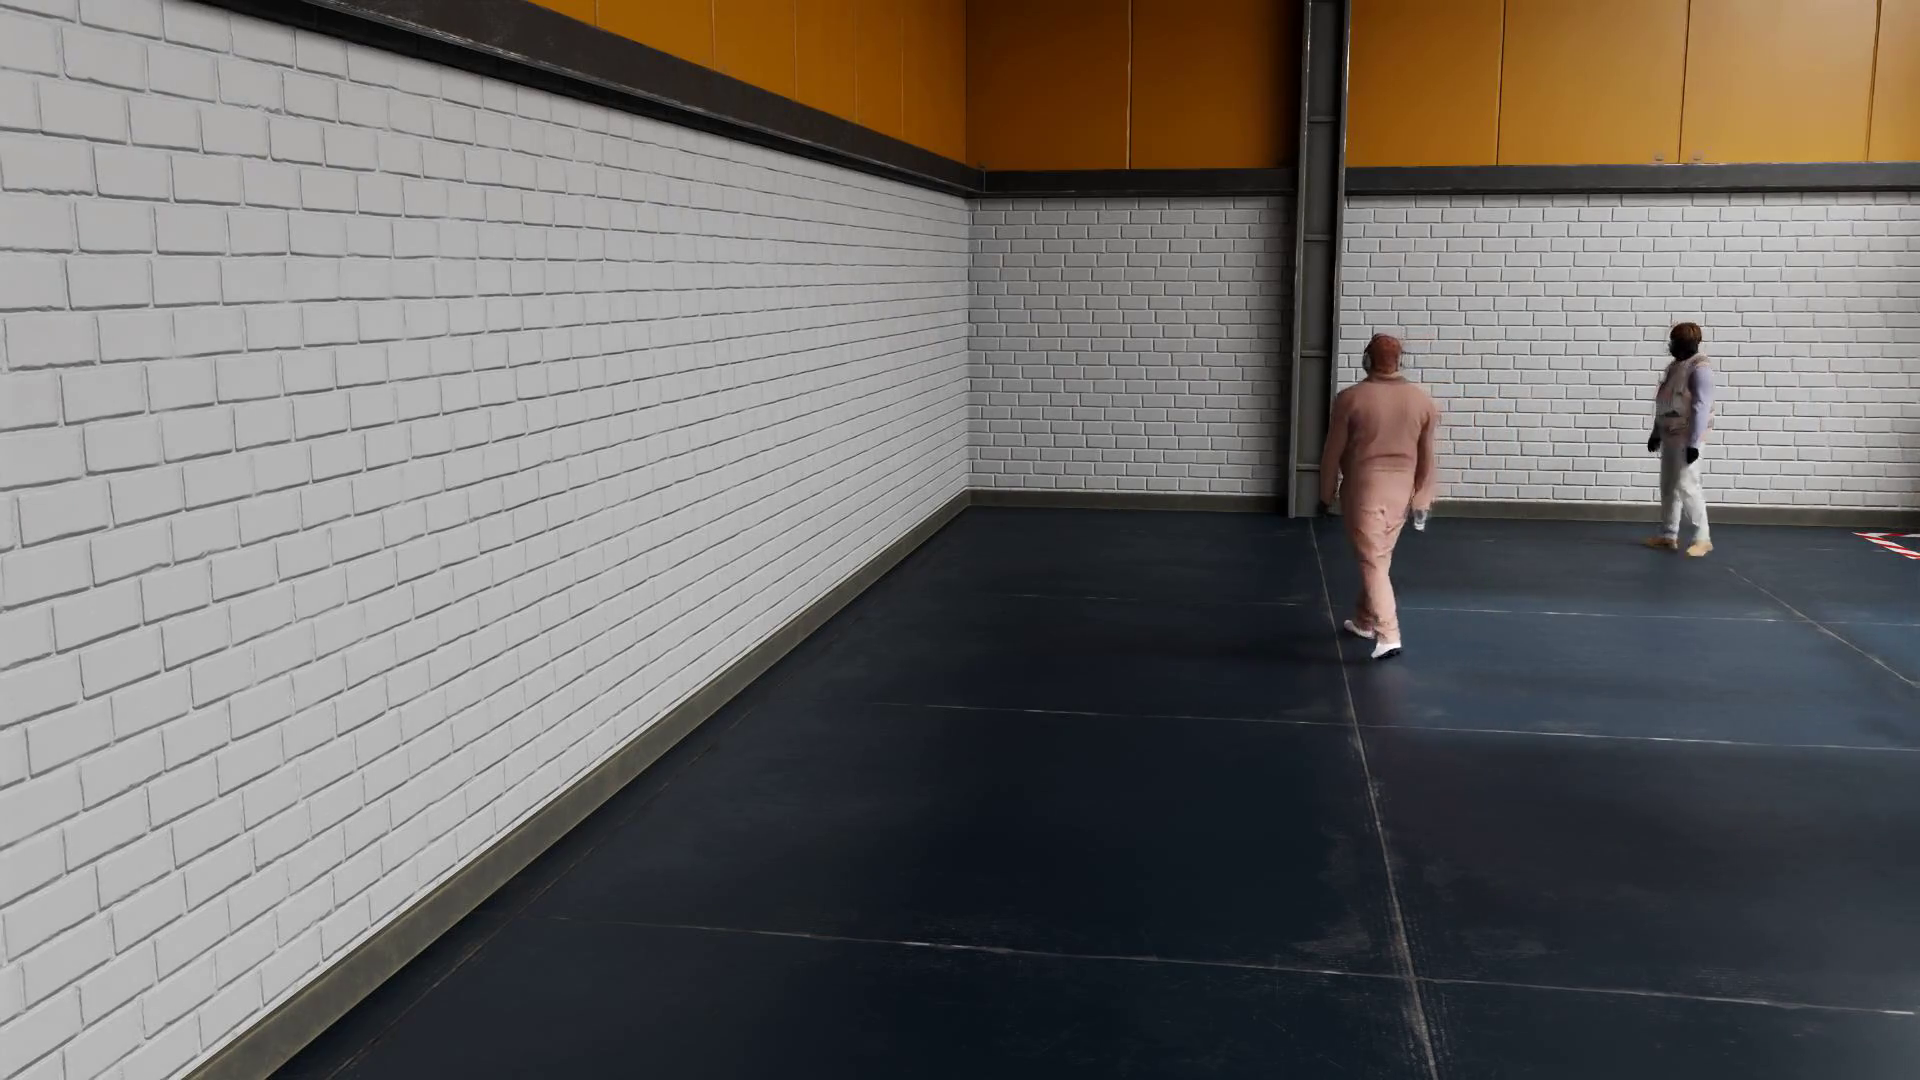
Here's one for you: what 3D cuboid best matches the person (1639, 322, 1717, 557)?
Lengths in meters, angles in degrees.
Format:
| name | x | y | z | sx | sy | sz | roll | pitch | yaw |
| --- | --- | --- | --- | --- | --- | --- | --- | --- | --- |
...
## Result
| name | x | y | z | sx | sy | sz | roll | pitch | yaw |
| --- | --- | --- | --- | --- | --- | --- | --- | --- | --- |
| person | 5.714 | -0.797 | 13.138 | 0.457 | 1.824 | 0.777 | 1 | 9 | 4 |

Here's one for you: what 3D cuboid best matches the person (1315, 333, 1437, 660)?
| name | x | y | z | sx | sy | sz | roll | pitch | yaw |
| --- | --- | --- | --- | --- | --- | --- | --- | --- | --- |
| person | 2.437 | -0.263 | 9.684 | 0.632 | 1.868 | 0.997 | -2 | 9 | -15 |
